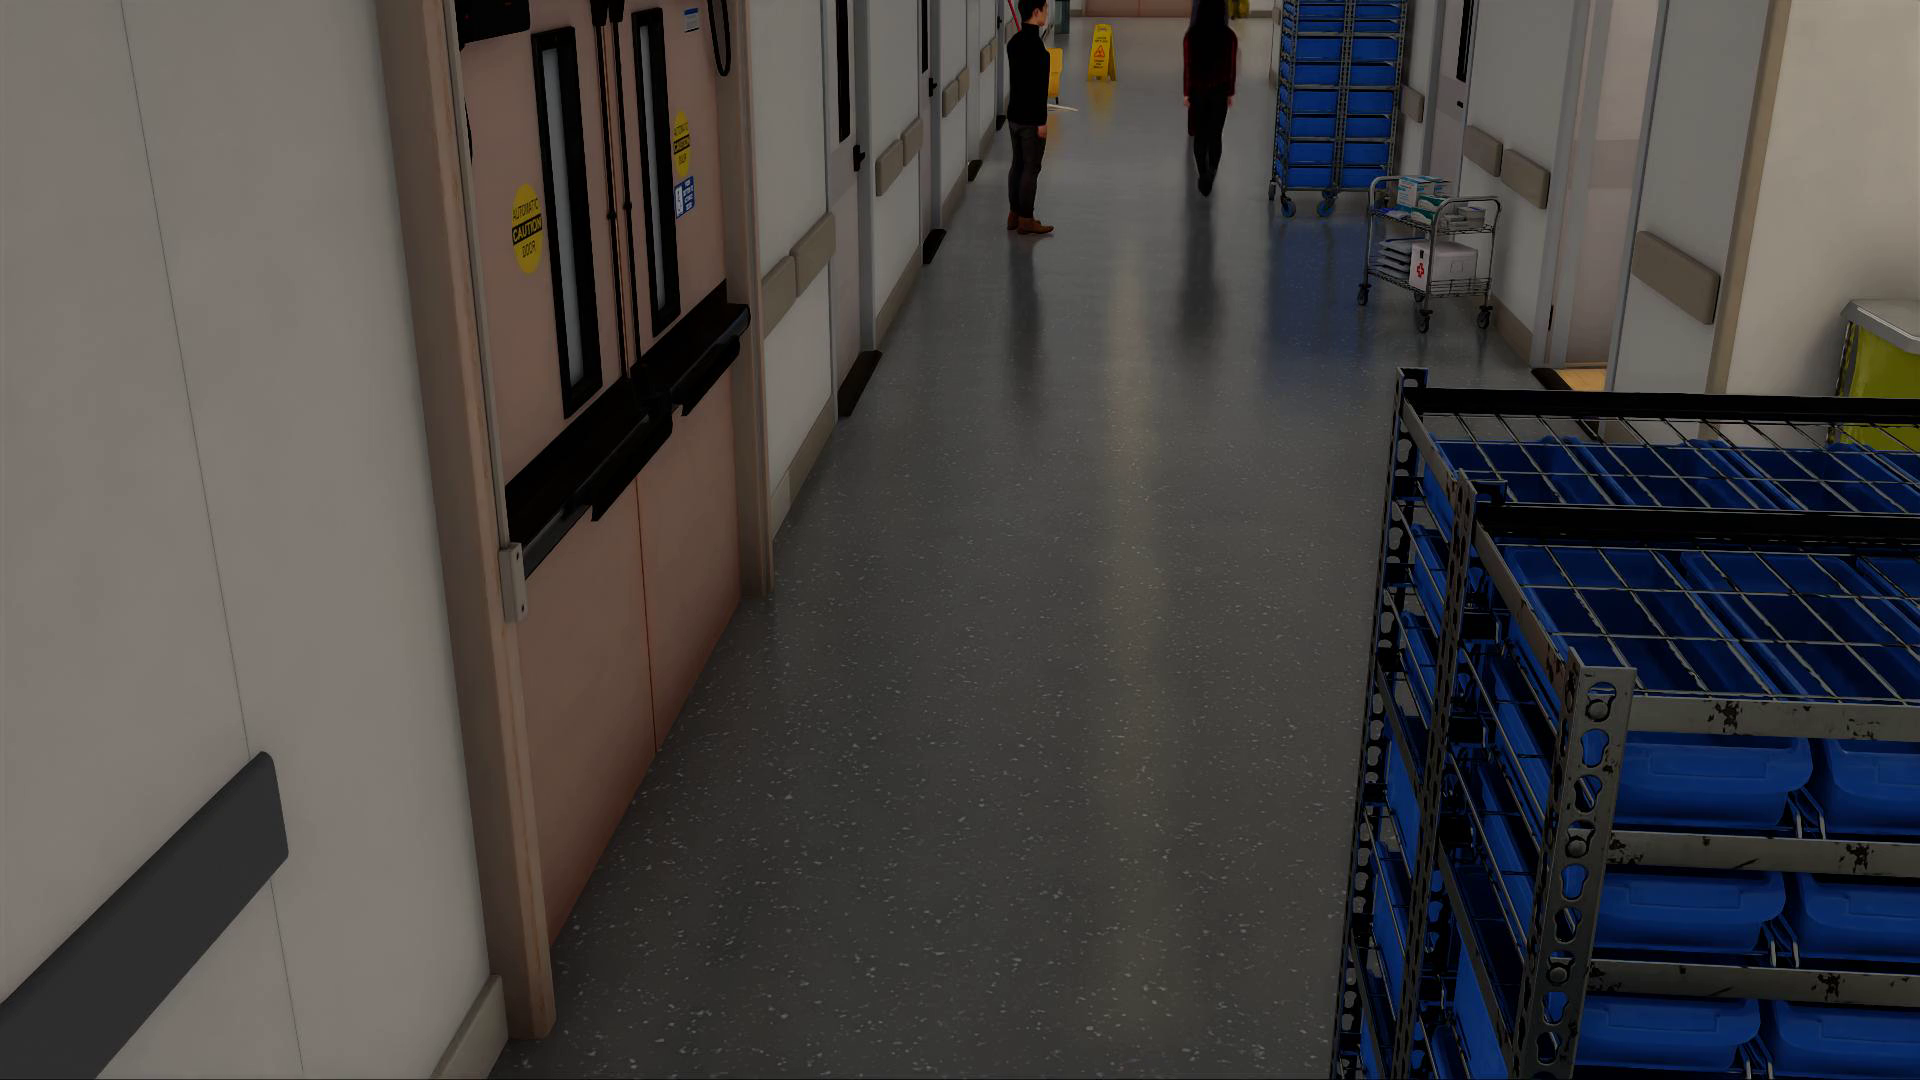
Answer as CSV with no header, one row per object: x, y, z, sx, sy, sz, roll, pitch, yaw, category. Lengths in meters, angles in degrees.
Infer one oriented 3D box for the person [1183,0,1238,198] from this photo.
2.032,-3.586,13.511,0.600,1.625,1.031,2,21,6,person

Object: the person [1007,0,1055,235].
0.494,-3.121,12.146,0.777,1.723,0.634,-8,22,-19,person

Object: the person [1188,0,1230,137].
2.611,-5.139,17.496,0.644,1.708,0.597,-4,21,-10,person

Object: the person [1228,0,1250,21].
6.003,-12.123,36.018,0.801,1.650,1.053,4,21,10,person
